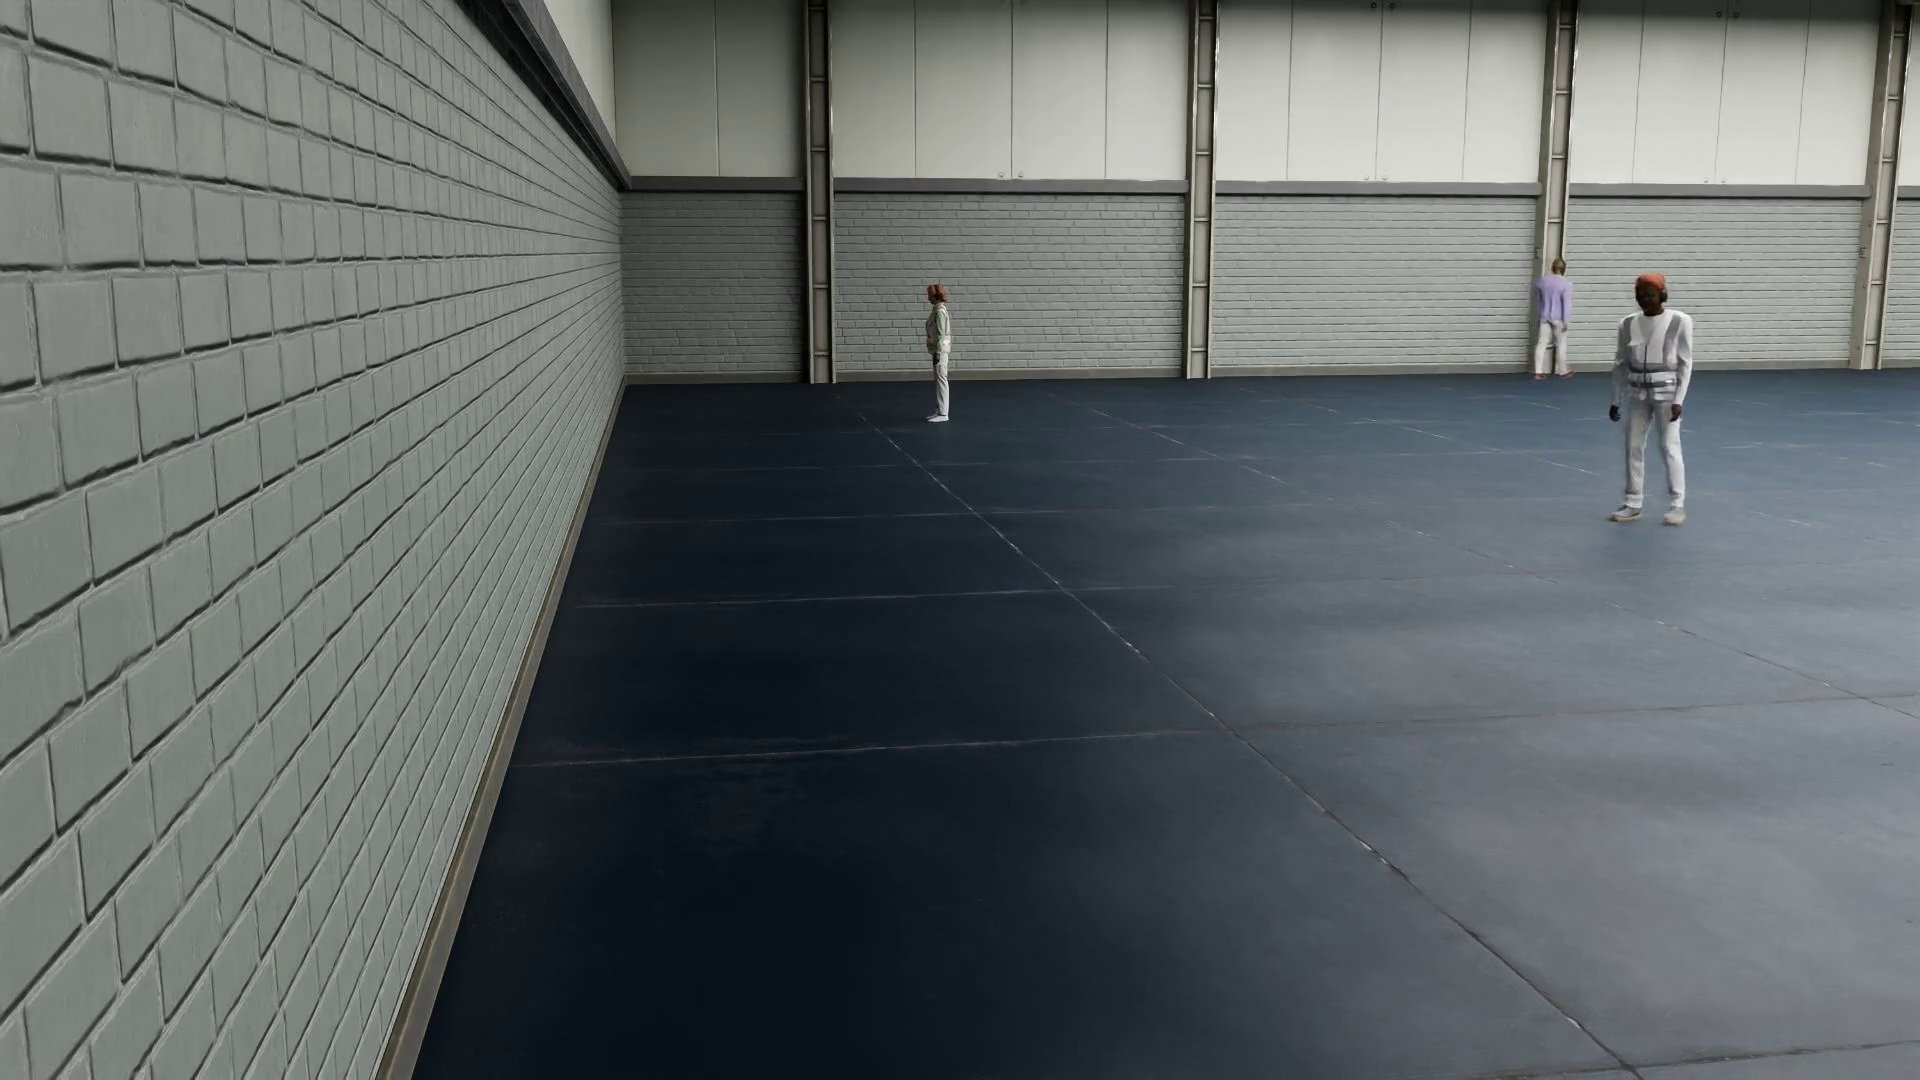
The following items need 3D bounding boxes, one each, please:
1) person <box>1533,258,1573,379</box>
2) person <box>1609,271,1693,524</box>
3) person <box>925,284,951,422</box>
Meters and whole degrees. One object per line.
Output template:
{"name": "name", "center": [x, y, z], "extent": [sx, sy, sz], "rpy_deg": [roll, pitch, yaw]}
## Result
{"name": "person", "center": [9.418, -3.500, 26.376], "extent": [0.552, 1.936, 0.647], "rpy_deg": [-8, 13, -40]}
{"name": "person", "center": [5.158, -1.055, 12.388], "extent": [0.454, 1.874, 0.635], "rpy_deg": [-8, 12, -37]}
{"name": "person", "center": [-0.256, -2.215, 19.755], "extent": [0.308, 1.639, 0.510], "rpy_deg": [-1, 10, -3]}
